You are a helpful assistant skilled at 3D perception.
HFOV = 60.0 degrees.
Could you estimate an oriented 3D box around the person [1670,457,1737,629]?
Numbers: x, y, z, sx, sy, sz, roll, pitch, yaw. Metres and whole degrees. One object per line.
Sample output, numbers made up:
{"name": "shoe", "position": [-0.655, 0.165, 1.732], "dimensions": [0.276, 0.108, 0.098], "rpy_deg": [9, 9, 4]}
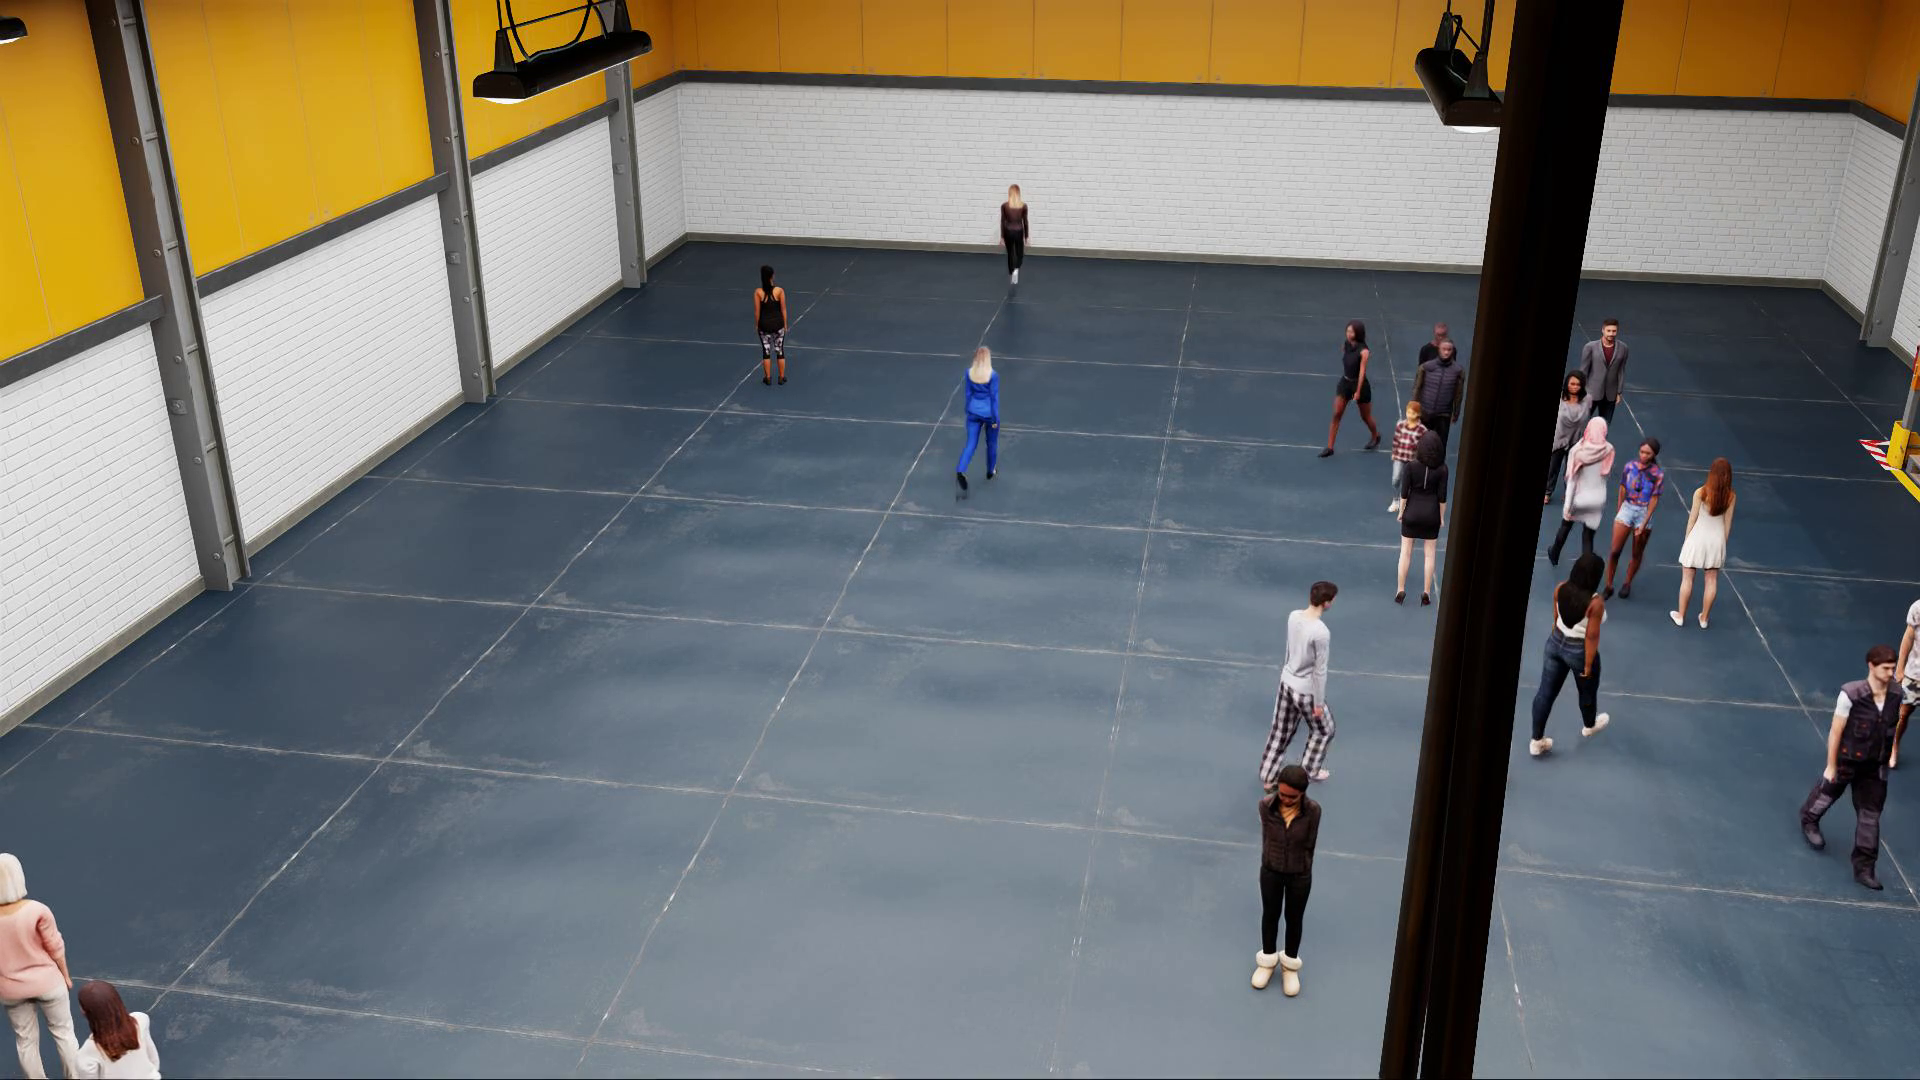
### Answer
{"name": "person", "position": [7.155, 0.022, 15.943], "dimensions": [0.553, 1.711, 0.502], "rpy_deg": [4, 24, 9]}

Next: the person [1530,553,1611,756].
{"name": "person", "position": [4.961, 0.978, 13.681], "dimensions": [1.159, 1.770, 1.097], "rpy_deg": [-16, 28, -33]}

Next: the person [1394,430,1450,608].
{"name": "person", "position": [4.529, -0.203, 16.337], "dimensions": [0.609, 1.807, 0.510], "rpy_deg": [6, 24, 14]}

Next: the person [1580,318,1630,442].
{"name": "person", "position": [7.605, -1.737, 19.766], "dimensions": [0.713, 1.872, 0.613], "rpy_deg": [1, 24, 3]}

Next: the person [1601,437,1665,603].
{"name": "person", "position": [6.738, -0.228, 16.494], "dimensions": [0.753, 1.726, 0.863], "rpy_deg": [16, 28, 33]}

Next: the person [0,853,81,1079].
{"name": "person", "position": [-5.564, 2.635, 9.948], "dimensions": [0.671, 1.725, 0.652], "rpy_deg": [-6, 24, -13]}

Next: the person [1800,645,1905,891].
{"name": "person", "position": [6.558, 1.580, 12.266], "dimensions": [0.847, 1.801, 1.250], "rpy_deg": [-1, 24, -1]}

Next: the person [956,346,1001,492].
{"name": "person", "position": [0.218, -1.379, 19.202], "dimensions": [0.849, 1.667, 1.194], "rpy_deg": [11, 26, 24]}

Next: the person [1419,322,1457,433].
{"name": "person", "position": [5.731, -1.841, 20.181], "dimensions": [0.590, 1.730, 0.690], "rpy_deg": [4, 24, 10]}

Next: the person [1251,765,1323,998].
{"name": "person", "position": [2.165, 2.194, 11.039], "dimensions": [0.582, 1.659, 0.638], "rpy_deg": [6, 24, 13]}

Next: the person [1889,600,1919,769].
{"name": "person", "position": [7.902, 1.028, 13.517], "dimensions": [0.715, 1.811, 0.639], "rpy_deg": [9, 25, 20]}

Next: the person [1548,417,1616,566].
{"name": "person", "position": [6.306, -0.319, 16.654], "dimensions": [0.690, 1.766, 1.104], "rpy_deg": [1, 24, 3]}

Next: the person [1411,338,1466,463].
{"name": "person", "position": [5.506, -1.474, 19.276], "dimensions": [0.833, 1.782, 1.203], "rpy_deg": [8, 25, 17]}

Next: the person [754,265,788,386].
{"name": "person", "position": [-2.590, -2.955, 22.799], "dimensions": [0.633, 1.674, 0.598], "rpy_deg": [-2, 24, -5]}

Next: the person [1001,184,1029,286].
{"name": "person", "position": [0.886, -5.004, 27.468], "dimensions": [0.633, 1.688, 0.915], "rpy_deg": [2, 24, 6]}

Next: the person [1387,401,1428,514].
{"name": "person", "position": [5.058, -0.959, 18.702], "dimensions": [0.632, 1.299, 0.683], "rpy_deg": [13, 27, 27]}

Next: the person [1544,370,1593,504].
{"name": "person", "position": [6.874, -1.174, 18.812], "dimensions": [0.645, 1.603, 0.678], "rpy_deg": [6, 24, 13]}

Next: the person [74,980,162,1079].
{"name": "person", "position": [-4.466, 3.076, 8.987], "dimensions": [0.718, 1.686, 0.580], "rpy_deg": [13, 27, 27]}

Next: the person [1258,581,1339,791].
{"name": "person", "position": [2.644, 1.198, 13.120], "dimensions": [1.080, 1.818, 1.024], "rpy_deg": [-15, 28, -30]}

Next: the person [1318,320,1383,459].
{"name": "person", "position": [4.839, -1.812, 20.160], "dimensions": [1.177, 1.694, 1.105], "rpy_deg": [-16, 28, -32]}
